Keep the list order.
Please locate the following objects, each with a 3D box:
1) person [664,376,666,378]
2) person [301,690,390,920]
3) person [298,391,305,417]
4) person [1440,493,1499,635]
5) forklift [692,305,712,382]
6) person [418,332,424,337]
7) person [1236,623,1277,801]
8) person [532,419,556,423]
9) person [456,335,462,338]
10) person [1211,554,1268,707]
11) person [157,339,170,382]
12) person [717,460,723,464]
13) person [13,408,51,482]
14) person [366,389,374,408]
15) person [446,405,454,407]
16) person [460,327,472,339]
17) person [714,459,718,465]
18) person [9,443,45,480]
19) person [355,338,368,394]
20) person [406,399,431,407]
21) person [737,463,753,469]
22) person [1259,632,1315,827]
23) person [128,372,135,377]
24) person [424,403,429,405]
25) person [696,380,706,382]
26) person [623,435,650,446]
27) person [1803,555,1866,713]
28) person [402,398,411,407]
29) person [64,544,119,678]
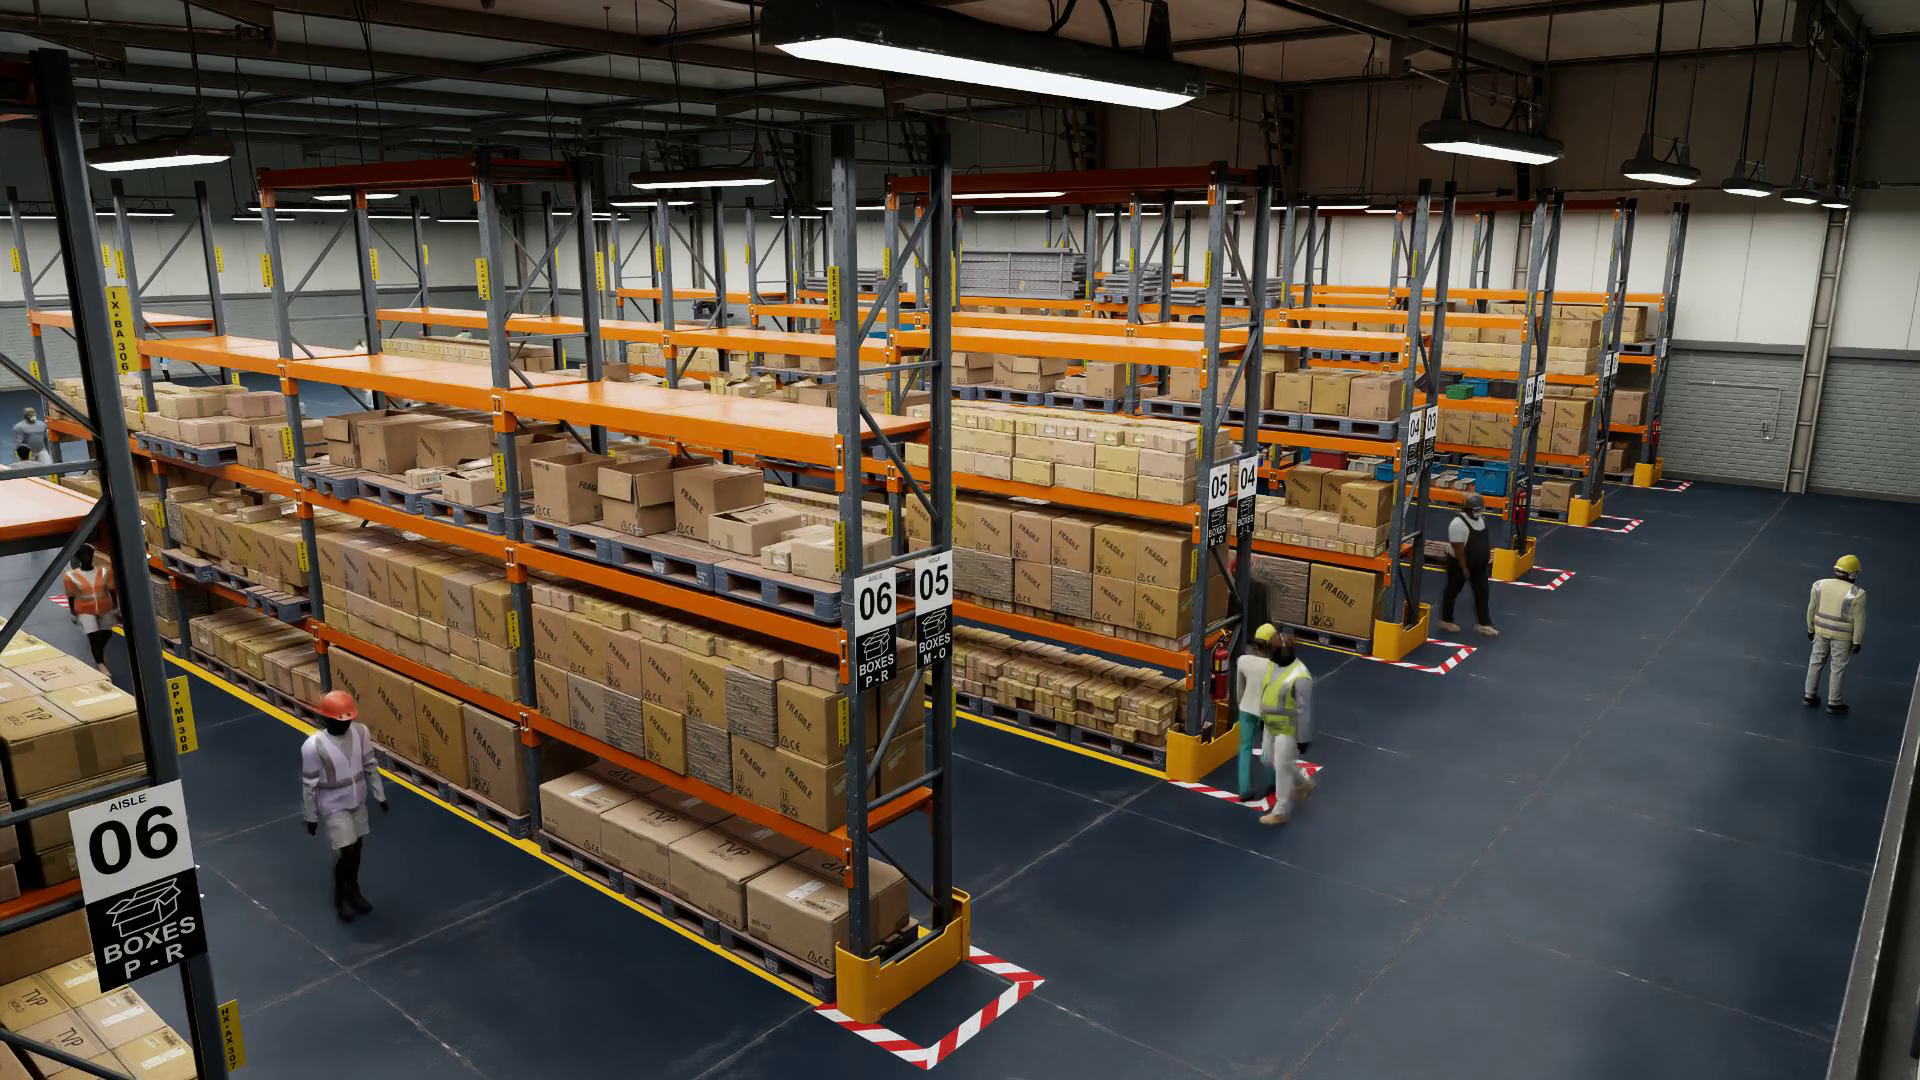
[{"bbox_3d":[-10.946,-6.832,46.831,0.646,1.883,0.907,-3,14,-12],"label":"person"},{"bbox_3d":[-4.880,2.095,10.020,0.478,1.914,0.568,7,15,26],"label":"person"},{"bbox_3d":[-15.709,-2.658,29.752,0.693,1.834,0.306,6,15,22],"label":"person"},{"bbox_3d":[6.969,0.331,17.102,0.702,2.000,0.912,-7,15,-28],"label":"person"},{"bbox_3d":[-9.511,-7.392,47.124,1.873,2.768,1.129,11,17,38],"label":"forklift"},{"bbox_3d":[-19.822,-6.781,46.672,0.645,1.862,0.984,-11,17,-38],"label":"person"},{"bbox_3d":[2.958,1.640,12.231,0.553,1.737,0.736,11,17,38],"label":"person"},{"bbox_3d":[-9.979,-2.813,30.364,0.626,1.844,0.429,-7,15,-25],"label":"person"},{"bbox_3d":[-18.660,-6.802,46.989,0.558,1.724,0.566,-1,14,-3],"label":"person"},{"bbox_3d":[3.246,1.096,14.098,0.641,1.942,0.984,-12,18,-42],"label":"person"},{"bbox_3d":[-28.719,-6.385,45.364,0.321,1.693,0.530,-5,14,-19],"label":"person"},{"bbox_3d":[-5.856,-2.702,29.904,0.513,1.845,0.524,11,18,38],"label":"person"},{"bbox_3d":[-19.083,-1.783,26.027,1.018,1.882,0.641,9,16,33],"label":"person"},{"bbox_3d":[-18.526,-4.948,39.580,0.382,1.621,0.553,7,15,28],"label":"person"},{"bbox_3d":[-13.557,-3.759,33.997,0.638,1.987,0.870,-10,17,-35],"label":"person"},{"bbox_3d":[-20.633,-8.124,52.641,0.509,1.632,0.269,-13,19,-43],"label":"person"},{"bbox_3d":[-5.746,-2.486,28.838,0.594,1.926,0.370,-7,15,-25],"label":"person"},{"bbox_3d":[-16.094,-0.746,21.843,0.517,1.851,0.502,-9,16,-32],"label":"person"},{"bbox_3d":[-20.503,-6.004,43.326,0.477,1.916,0.644,2,14,9],"label":"person"},{"bbox_3d":[-14.905,-3.830,34.670,0.627,1.794,0.976,7,15,25],"label":"person"},{"bbox_3d":[-5.045,-2.542,29.241,0.509,1.844,0.329,10,17,35],"label":"person"},{"bbox_3d":[3.073,1.730,11.721,0.574,1.819,0.671,-3,14,-13],"label":"person"},{"bbox_3d":[-24.146,-4.304,36.425,0.983,1.871,0.608,5,15,21],"label":"person"},{"bbox_3d":[-15.466,-4.250,36.052,0.614,1.945,0.403,-4,14,-15],"label":"person"},{"bbox_3d":[-7.470,-4.150,36.172,0.935,1.693,0.499,6,15,25],"label":"person"},{"bbox_3d":[-6.259,-1.374,24.281,0.616,1.923,0.770,-12,18,-40],"label":"person"},{"bbox_3d":[10.050,1.061,14.446,0.404,1.830,0.601,-6,15,-25],"label":"person"},{"bbox_3d":[-15.655,-4.206,35.893,0.545,1.939,0.354,-5,14,-18],"label":"person"},{"bbox_3d":[-10.783,0.850,15.653,0.727,1.674,0.538,11,18,39],"label":"person"}]
